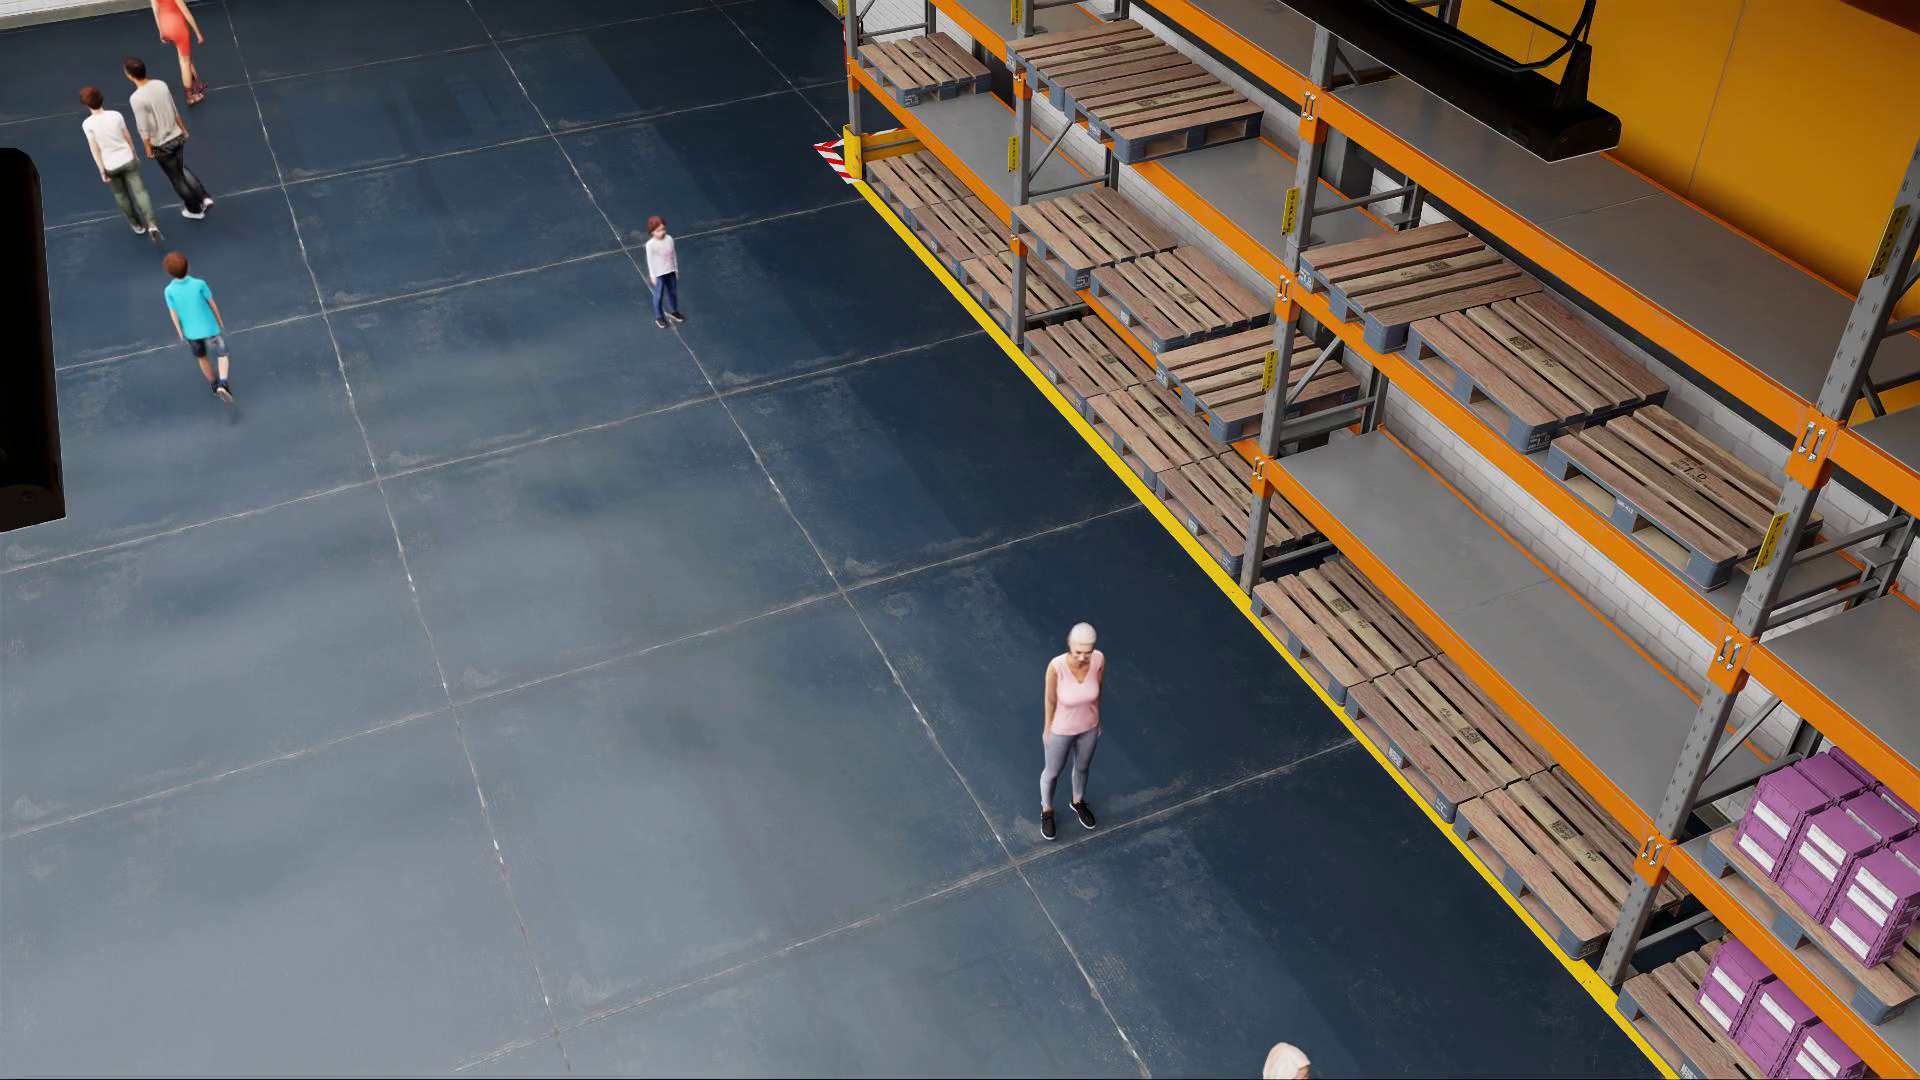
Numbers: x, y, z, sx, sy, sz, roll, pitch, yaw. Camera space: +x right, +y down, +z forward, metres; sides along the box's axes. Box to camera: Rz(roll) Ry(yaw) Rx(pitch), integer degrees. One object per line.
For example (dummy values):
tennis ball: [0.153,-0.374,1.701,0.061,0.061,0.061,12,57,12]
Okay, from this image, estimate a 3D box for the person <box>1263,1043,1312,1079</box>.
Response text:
person: [1.505,3.025,8.172,0.673,1.748,0.662,22,44,25]

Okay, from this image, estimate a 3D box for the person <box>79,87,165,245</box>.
person: [-8.427,-3.738,16.732,0.701,1.635,1.097,-22,44,-25]

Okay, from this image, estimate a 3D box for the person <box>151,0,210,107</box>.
person: [-9.173,-5.882,19.362,0.829,1.702,0.891,11,40,14]

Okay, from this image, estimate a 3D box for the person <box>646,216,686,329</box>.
person: [-2.797,-2.547,15.659,0.488,1.112,0.523,-26,45,-29]

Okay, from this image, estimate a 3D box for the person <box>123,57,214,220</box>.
person: [-8.051,-4.067,17.015,0.899,1.795,0.840,17,42,20]

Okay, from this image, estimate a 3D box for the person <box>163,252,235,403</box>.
person: [-6.619,-1.829,14.497,0.595,1.440,0.822,-11,40,-14]

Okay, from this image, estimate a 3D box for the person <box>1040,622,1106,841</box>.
person: [0.707,1.166,10.523,0.586,1.720,0.557,-11,40,-14]
